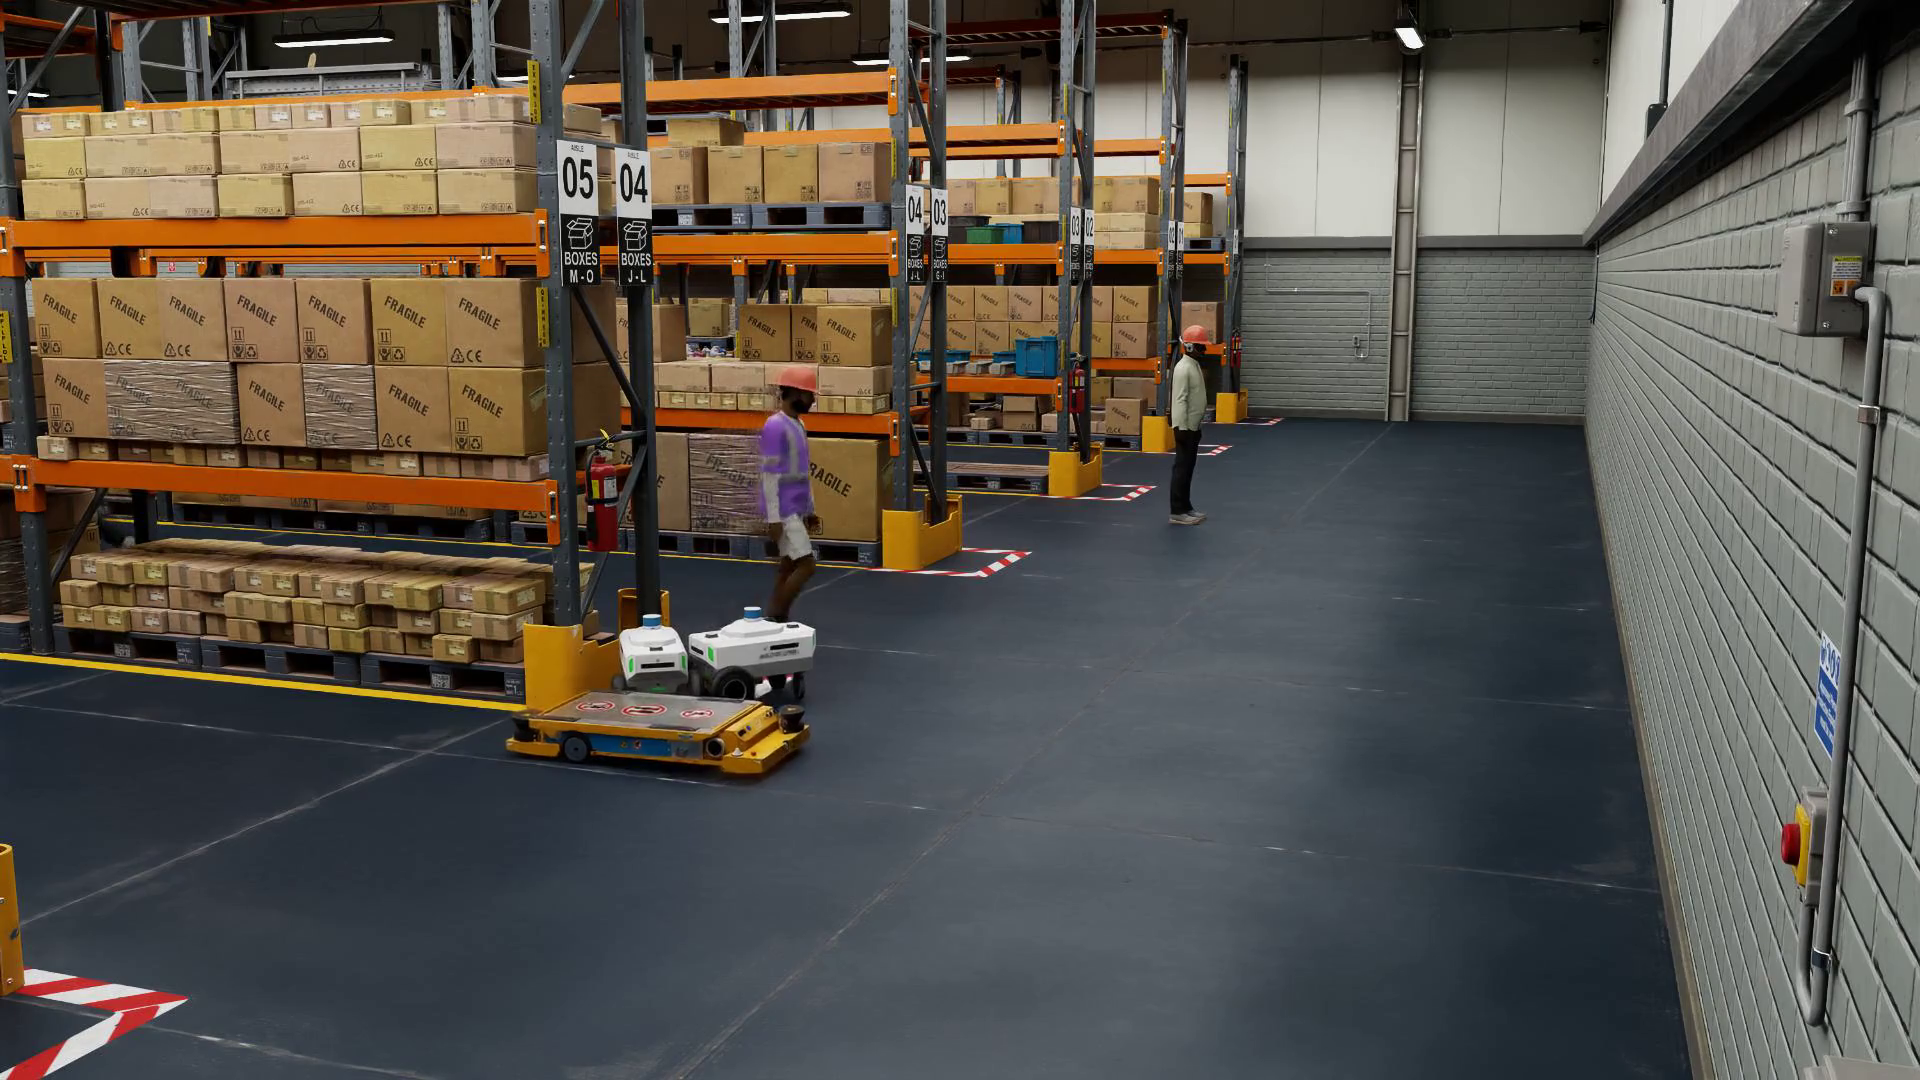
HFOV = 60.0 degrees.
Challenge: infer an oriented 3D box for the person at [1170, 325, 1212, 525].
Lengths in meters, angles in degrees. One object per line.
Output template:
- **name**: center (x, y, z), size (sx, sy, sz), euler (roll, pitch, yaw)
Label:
- **person**: center (2.310, -1.149, 16.669), size (0.401, 1.989, 0.618), euler (3, 10, 20)

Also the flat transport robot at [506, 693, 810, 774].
- **flat transport robot**: center (-1.570, 0.984, 8.688), size (1.431, 0.197, 0.652), euler (3, 9, 16)

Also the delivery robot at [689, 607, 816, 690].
- **delivery robot**: center (-1.205, 0.633, 9.702), size (0.707, 0.478, 0.477), euler (-5, 11, -31)

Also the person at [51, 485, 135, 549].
- **person**: center (-7.213, -0.637, 13.739), size (0.734, 1.901, 0.603), euler (2, 9, 10)

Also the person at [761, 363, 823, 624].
- **person**: center (-1.095, -0.200, 10.932), size (0.405, 1.917, 0.566), euler (1, 9, 9)

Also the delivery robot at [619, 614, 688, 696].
- **delivery robot**: center (-1.754, 0.667, 9.490), size (0.477, 0.478, 0.707), euler (-2, 9, -15)
